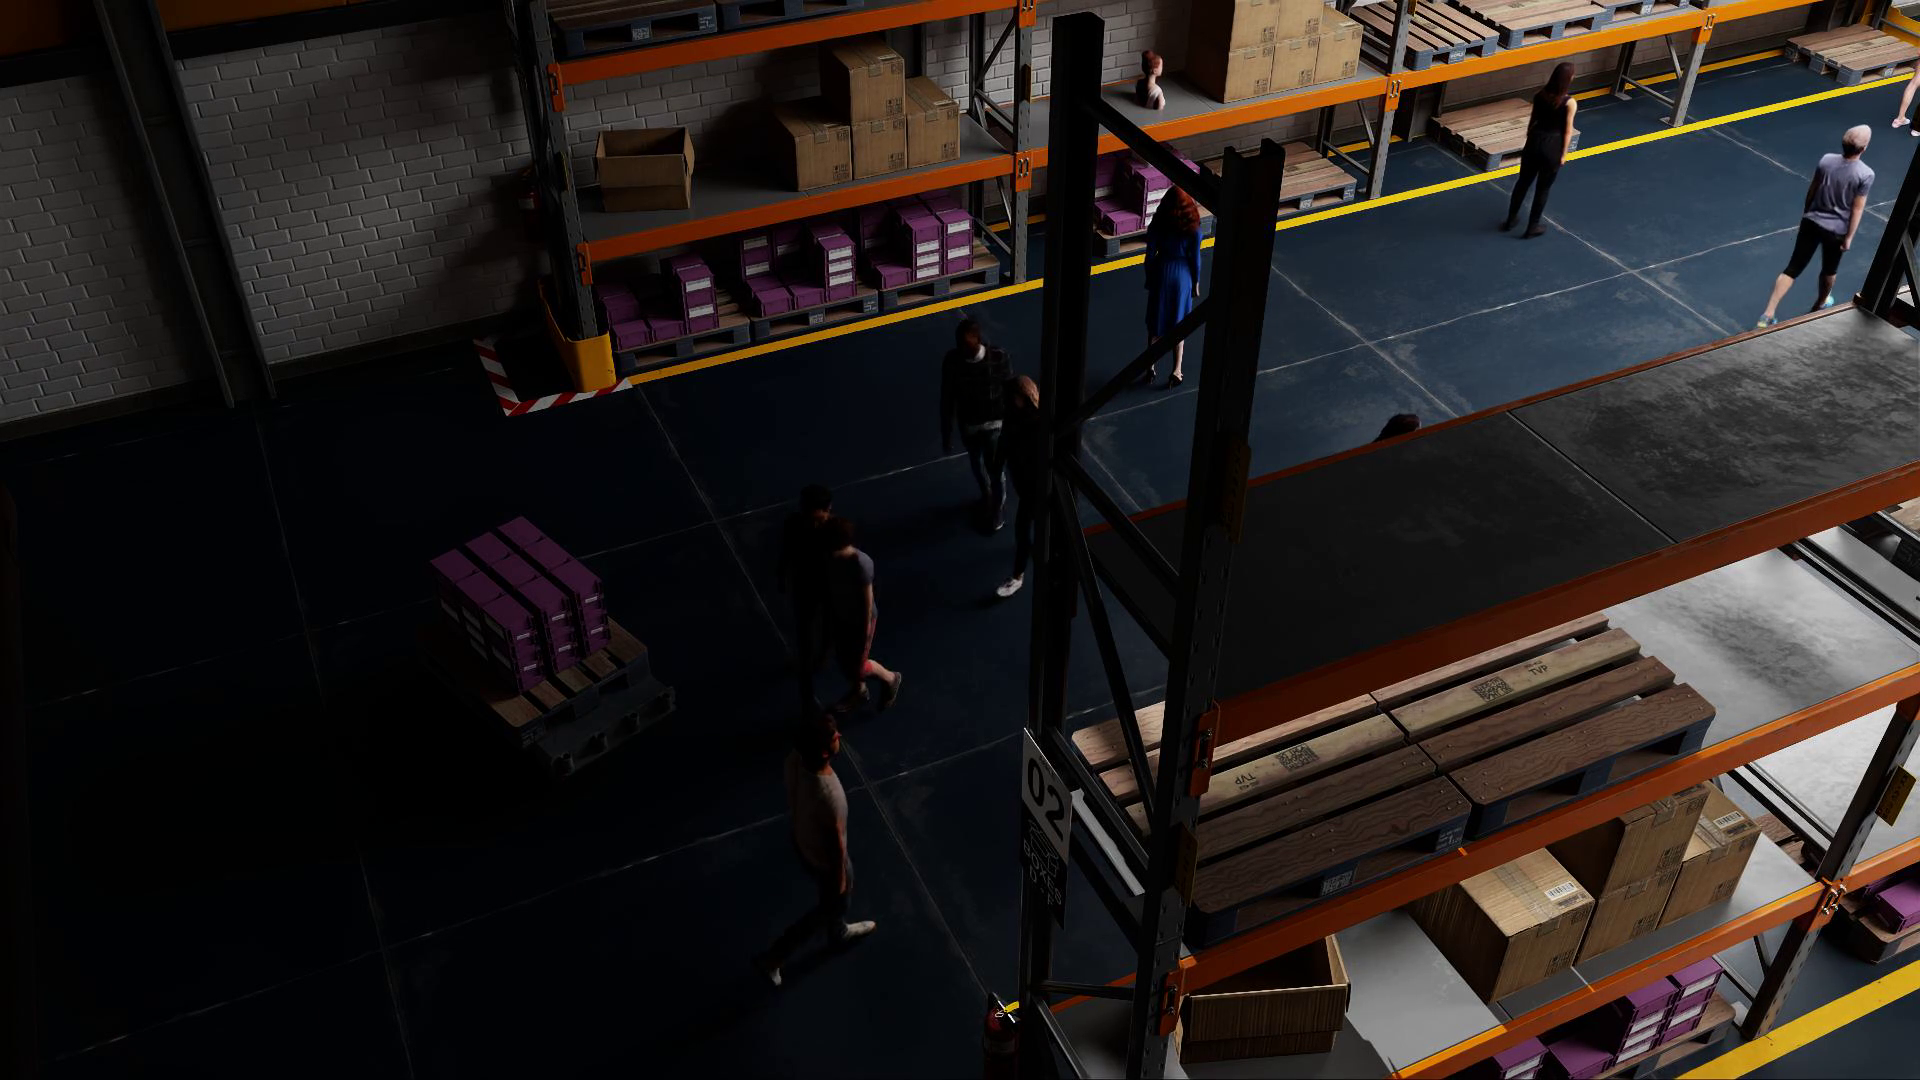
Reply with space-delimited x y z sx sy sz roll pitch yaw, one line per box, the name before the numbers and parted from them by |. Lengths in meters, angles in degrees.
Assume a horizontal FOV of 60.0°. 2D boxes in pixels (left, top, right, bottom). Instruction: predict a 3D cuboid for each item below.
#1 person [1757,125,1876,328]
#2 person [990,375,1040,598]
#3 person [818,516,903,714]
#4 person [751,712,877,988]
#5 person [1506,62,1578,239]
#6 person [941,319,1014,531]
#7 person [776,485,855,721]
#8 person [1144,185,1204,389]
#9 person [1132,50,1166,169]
person | 7.346 -2.616 14.247 1.313 1.843 0.914 -27 46 -30
person | 0.531 -0.475 11.713 0.852 1.659 1.167 31 48 33
person | -0.630 0.496 10.519 0.809 1.631 0.701 -30 48 -32
person | -0.813 1.671 8.849 1.038 1.879 0.710 -20 43 -23
person | 5.512 -3.687 15.714 0.659 1.684 0.656 32 48 33
person | 0.187 -0.911 12.167 0.861 1.772 0.935 -3 39 -3
person | -0.902 0.250 10.761 1.177 1.713 1.075 2 39 3
person | 1.713 -2.056 13.556 0.704 1.828 0.772 11 40 14
person | 1.740 -3.769 15.729 0.508 1.793 0.560 -19 42 -22
